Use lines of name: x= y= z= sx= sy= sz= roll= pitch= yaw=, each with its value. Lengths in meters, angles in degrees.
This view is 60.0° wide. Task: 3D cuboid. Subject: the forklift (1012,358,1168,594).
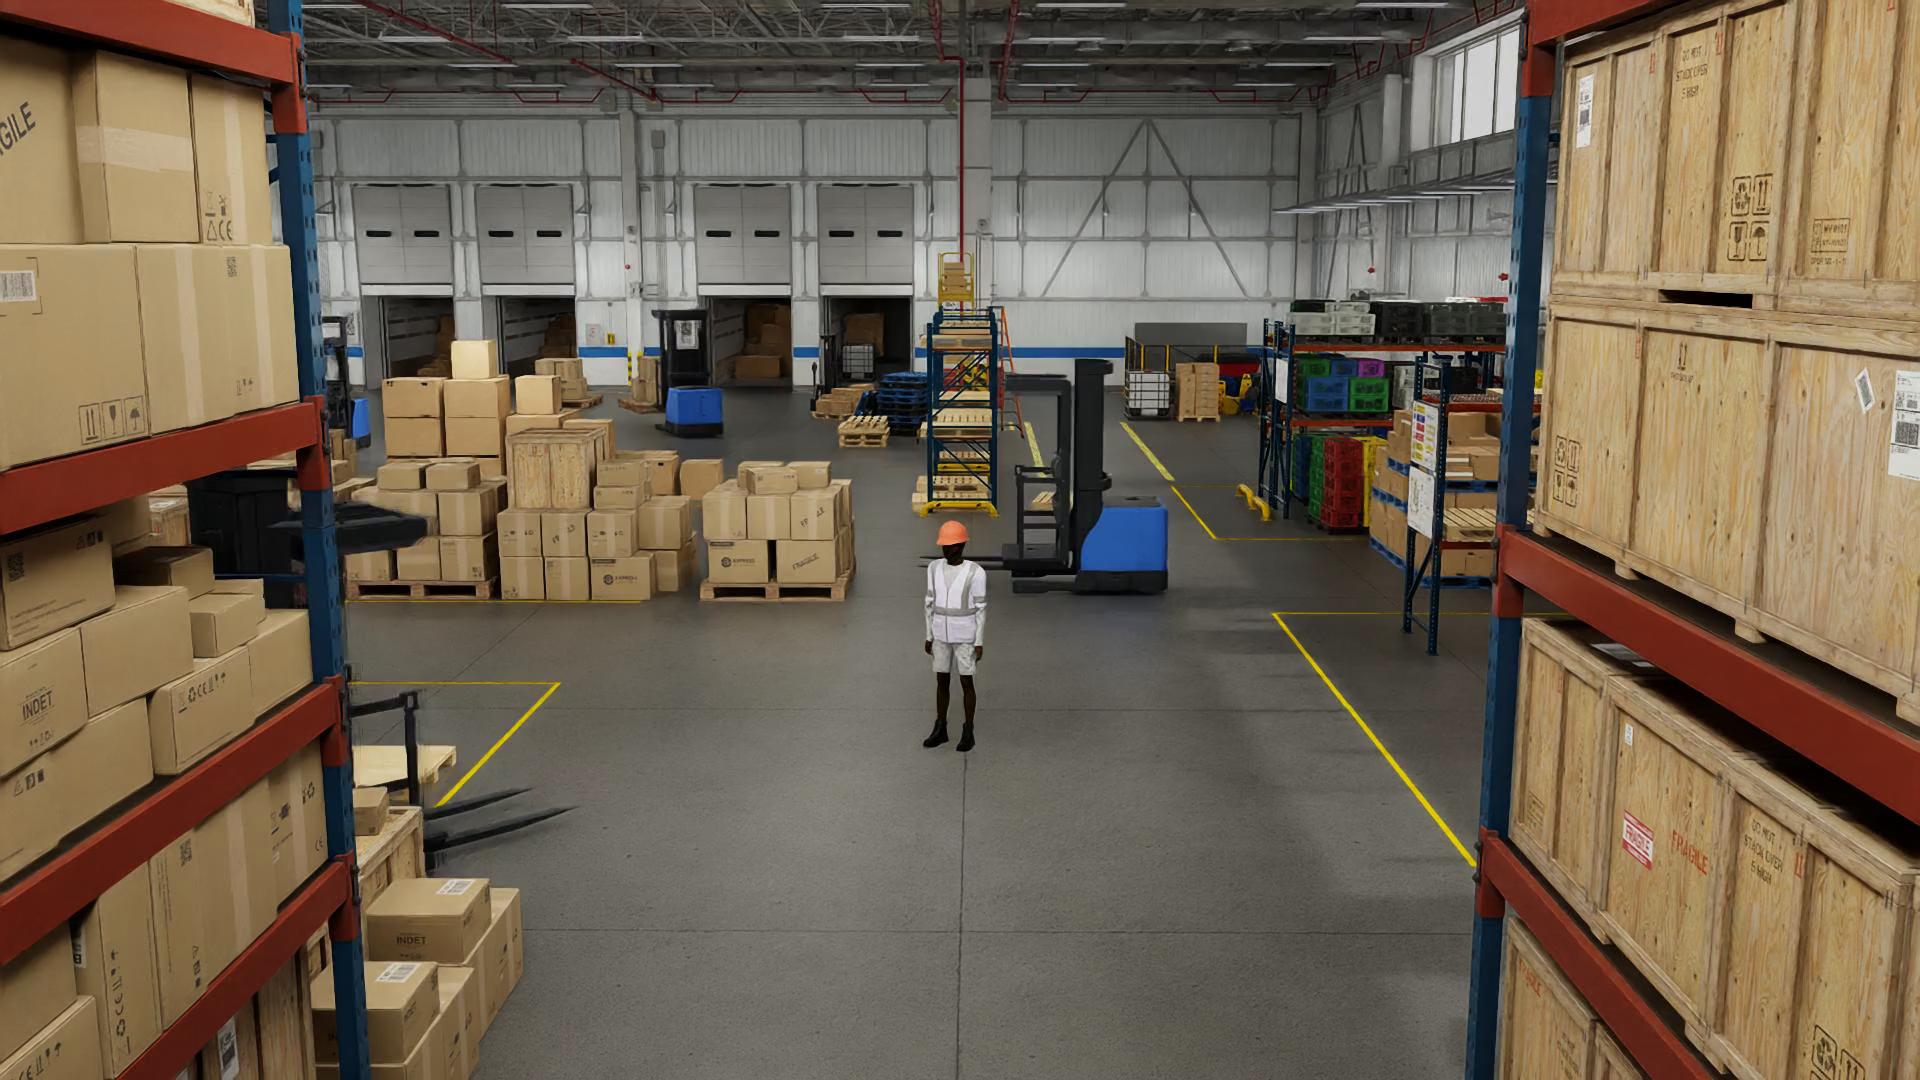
forklift: x=1.586 y=-0.805 z=20.347 sx=1.873 sy=2.768 sz=1.129 roll=0 pitch=10 yaw=1

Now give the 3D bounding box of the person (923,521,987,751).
person: x=-0.052 y=0.794 z=13.832 sx=0.542 sy=1.939 sz=0.368 roll=5 pitch=11 yaw=25

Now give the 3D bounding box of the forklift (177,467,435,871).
forklift: x=-4.555 y=0.883 z=10.606 sx=1.873 sy=2.768 sz=1.129 roll=-9 pitch=14 yaw=-44

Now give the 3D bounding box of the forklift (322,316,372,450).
forklift: x=-12.990 y=-3.195 z=34.137 sx=1.129 sy=2.768 sz=1.873 roll=0 pitch=10 yaw=1

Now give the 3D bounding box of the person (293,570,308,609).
person: x=-4.464 y=1.187 z=11.402 sx=0.379 sy=1.996 sz=0.611 roll=-9 pitch=13 yaw=-42

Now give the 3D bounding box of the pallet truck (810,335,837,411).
pallet truck: x=-3.021 y=-4.312 z=43.126 sx=1.885 sy=1.965 sz=0.823 roll=3 pitch=10 yaw=17

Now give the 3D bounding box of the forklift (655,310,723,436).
forklift: x=-6.183 y=-3.833 z=37.814 sx=1.129 sy=2.768 sz=1.873 roll=-5 pitch=11 yaw=-25
